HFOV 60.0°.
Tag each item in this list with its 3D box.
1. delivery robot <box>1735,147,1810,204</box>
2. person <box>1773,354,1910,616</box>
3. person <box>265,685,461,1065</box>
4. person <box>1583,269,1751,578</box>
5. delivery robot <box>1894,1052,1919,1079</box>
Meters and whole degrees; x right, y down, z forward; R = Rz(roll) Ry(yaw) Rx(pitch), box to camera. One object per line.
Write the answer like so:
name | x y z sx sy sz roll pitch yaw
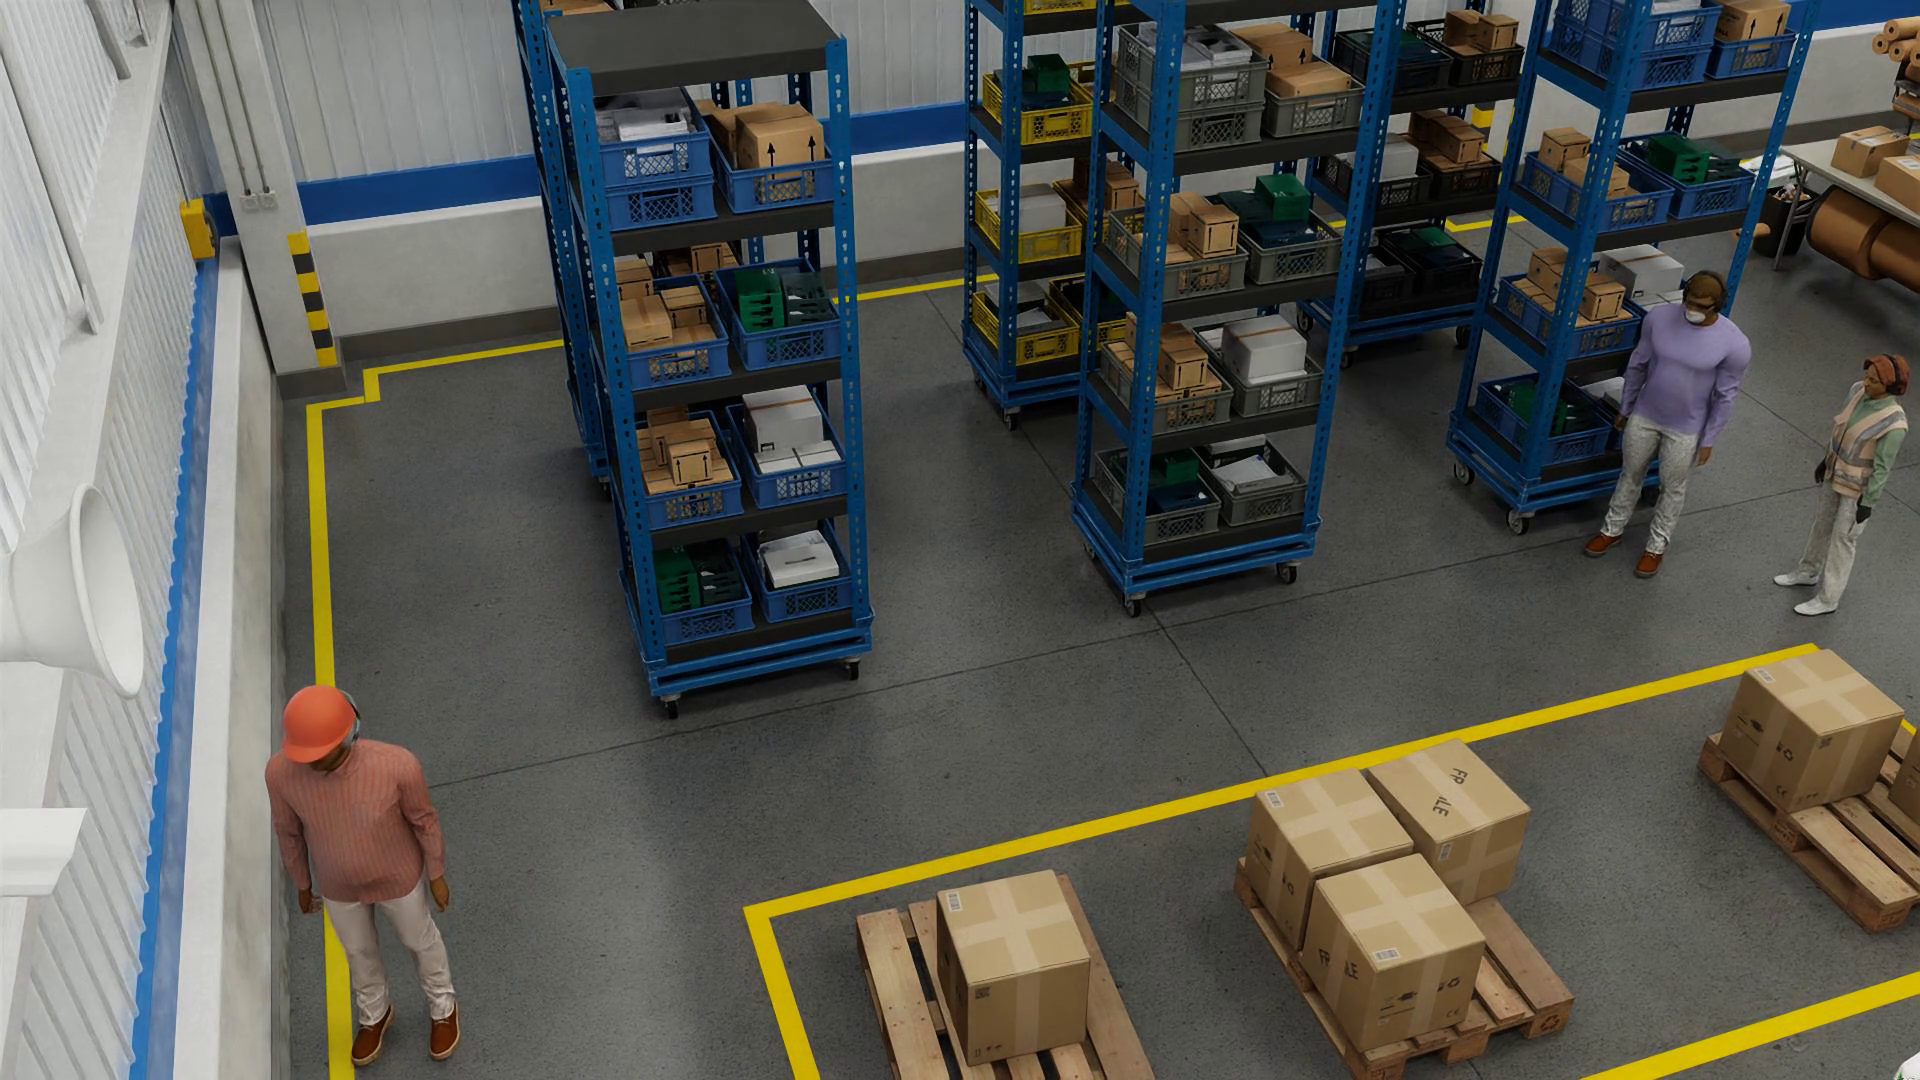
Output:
delivery robot | 6.858 -3.093 14.094 0.707 0.478 0.477 -19 39 -25
person | 4.980 -0.313 9.306 0.312 1.633 0.518 -1 35 -1
person | -2.363 1.349 6.636 0.623 1.989 0.399 -2 35 -3
person | 4.071 -0.677 9.558 0.630 1.937 0.373 29 44 35
delivery robot | 4.012 2.294 6.455 0.477 0.478 0.707 -18 39 -24
